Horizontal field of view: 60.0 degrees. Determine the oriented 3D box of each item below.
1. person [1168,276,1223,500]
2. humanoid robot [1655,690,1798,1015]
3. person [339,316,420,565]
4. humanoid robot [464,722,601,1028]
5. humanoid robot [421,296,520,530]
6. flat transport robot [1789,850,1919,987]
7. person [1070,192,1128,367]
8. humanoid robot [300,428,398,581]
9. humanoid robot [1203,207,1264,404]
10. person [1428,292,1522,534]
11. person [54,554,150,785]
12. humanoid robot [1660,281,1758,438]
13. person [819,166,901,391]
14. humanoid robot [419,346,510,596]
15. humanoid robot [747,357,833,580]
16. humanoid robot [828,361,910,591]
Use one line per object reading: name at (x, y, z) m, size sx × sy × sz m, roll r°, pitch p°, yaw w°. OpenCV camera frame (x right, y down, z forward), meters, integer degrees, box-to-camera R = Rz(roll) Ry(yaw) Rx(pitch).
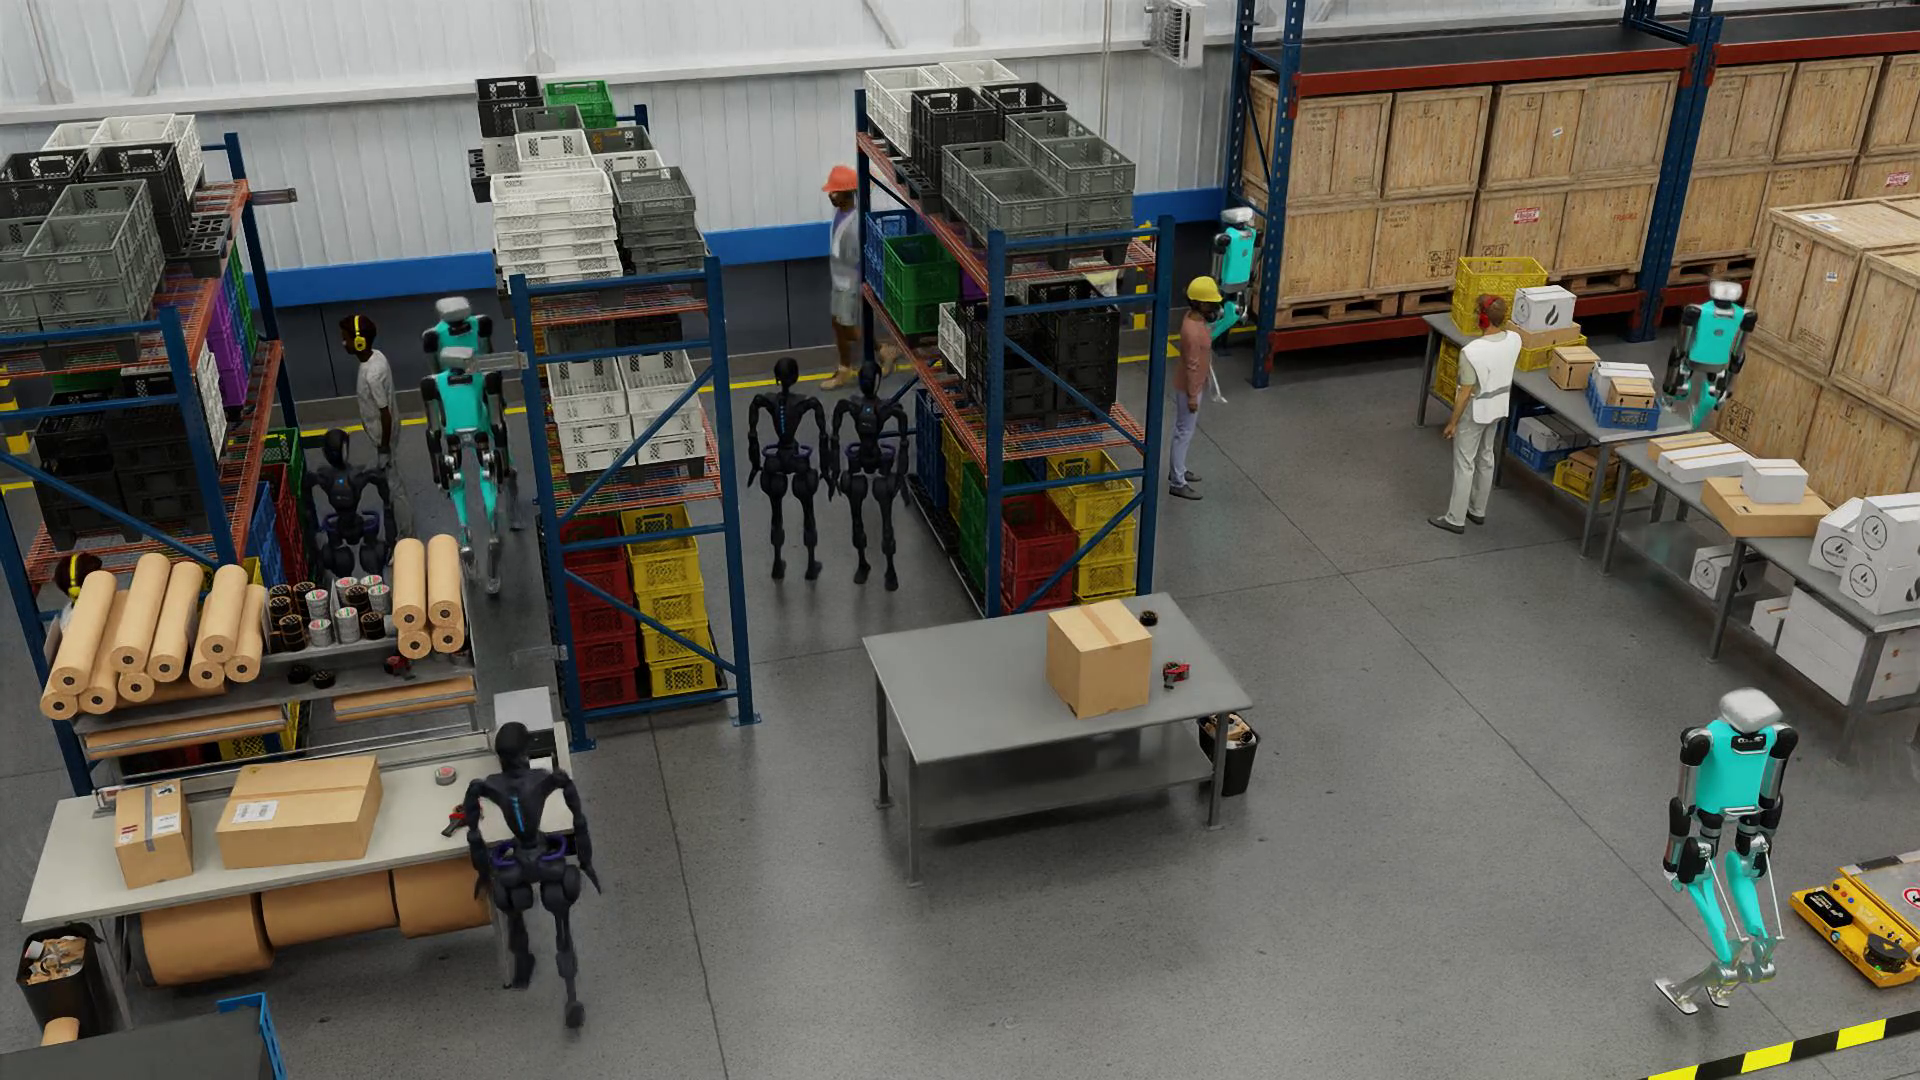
person at (1.799, -1.180, 12.753) m, size 0.320 × 1.767 × 0.532 m, roll 4°, pitch 29°, yaw 7°
humanoid robot at (3.596, 1.550, 7.683) m, size 0.533 × 1.673 × 0.735 m, roll -3°, pitch 29°, yaw -6°
person at (-4.110, -0.713, 11.798) m, size 0.311 × 1.868 × 0.527 m, roll -9°, pitch 30°, yaw -17°
humanoid robot at (-2.030, 1.563, 7.897) m, size 0.601 × 1.633 × 0.571 m, roll -4°, pitch 29°, yaw -8°
humanoid robot at (-3.487, -0.858, 12.240) m, size 0.528 × 1.812 × 0.777 m, roll -20°, pitch 35°, yaw -32°
flat transport robot at (5.163, 1.916, 8.676) m, size 1.431 × 0.231 × 0.659 m, roll -8°, pitch 30°, yaw -14°
person at (1.190, -2.342, 14.790) m, size 0.632 × 1.841 × 0.429 m, roll -12°, pitch 31°, yaw -21°
humanoid robot at (-3.871, 0.060, 10.592) m, size 0.608 × 1.640 × 0.550 m, roll -6°, pitch 29°, yaw -11°
humanoid robot at (2.148, -2.056, 14.454) m, size 0.569 × 1.830 × 0.802 m, roll -19°, pitch 34°, yaw -31°
person at (3.799, -0.914, 12.183) m, size 0.565 × 1.849 × 0.390 m, roll -19°, pitch 34°, yaw -30°
person at (-4.491, 0.898, 8.870) m, size 0.344 × 1.867 × 0.533 m, roll -11°, pitch 31°, yaw -19°
humanoid robot at (5.697, -1.238, 12.885) m, size 0.540 × 1.733 × 0.976 m, roll 5°, pitch 29°, yaw 9°
person at (-0.919, -2.261, 14.455) m, size 0.639 × 2.025 × 0.611 m, roll -10°, pitch 30°, yaw -18°
humanoid robot at (-3.327, -0.395, 11.365) m, size 0.531 × 1.765 × 0.871 m, roll -8°, pitch 30°, yaw -15°
humanoid robot at (-1.195, -0.495, 11.594) m, size 0.616 × 1.651 × 0.306 m, roll 2°, pitch 29°, yaw 4°
humanoid robot at (-0.630, -0.448, 11.499) m, size 0.584 × 1.654 × 0.347 m, roll 3°, pitch 29°, yaw 5°
